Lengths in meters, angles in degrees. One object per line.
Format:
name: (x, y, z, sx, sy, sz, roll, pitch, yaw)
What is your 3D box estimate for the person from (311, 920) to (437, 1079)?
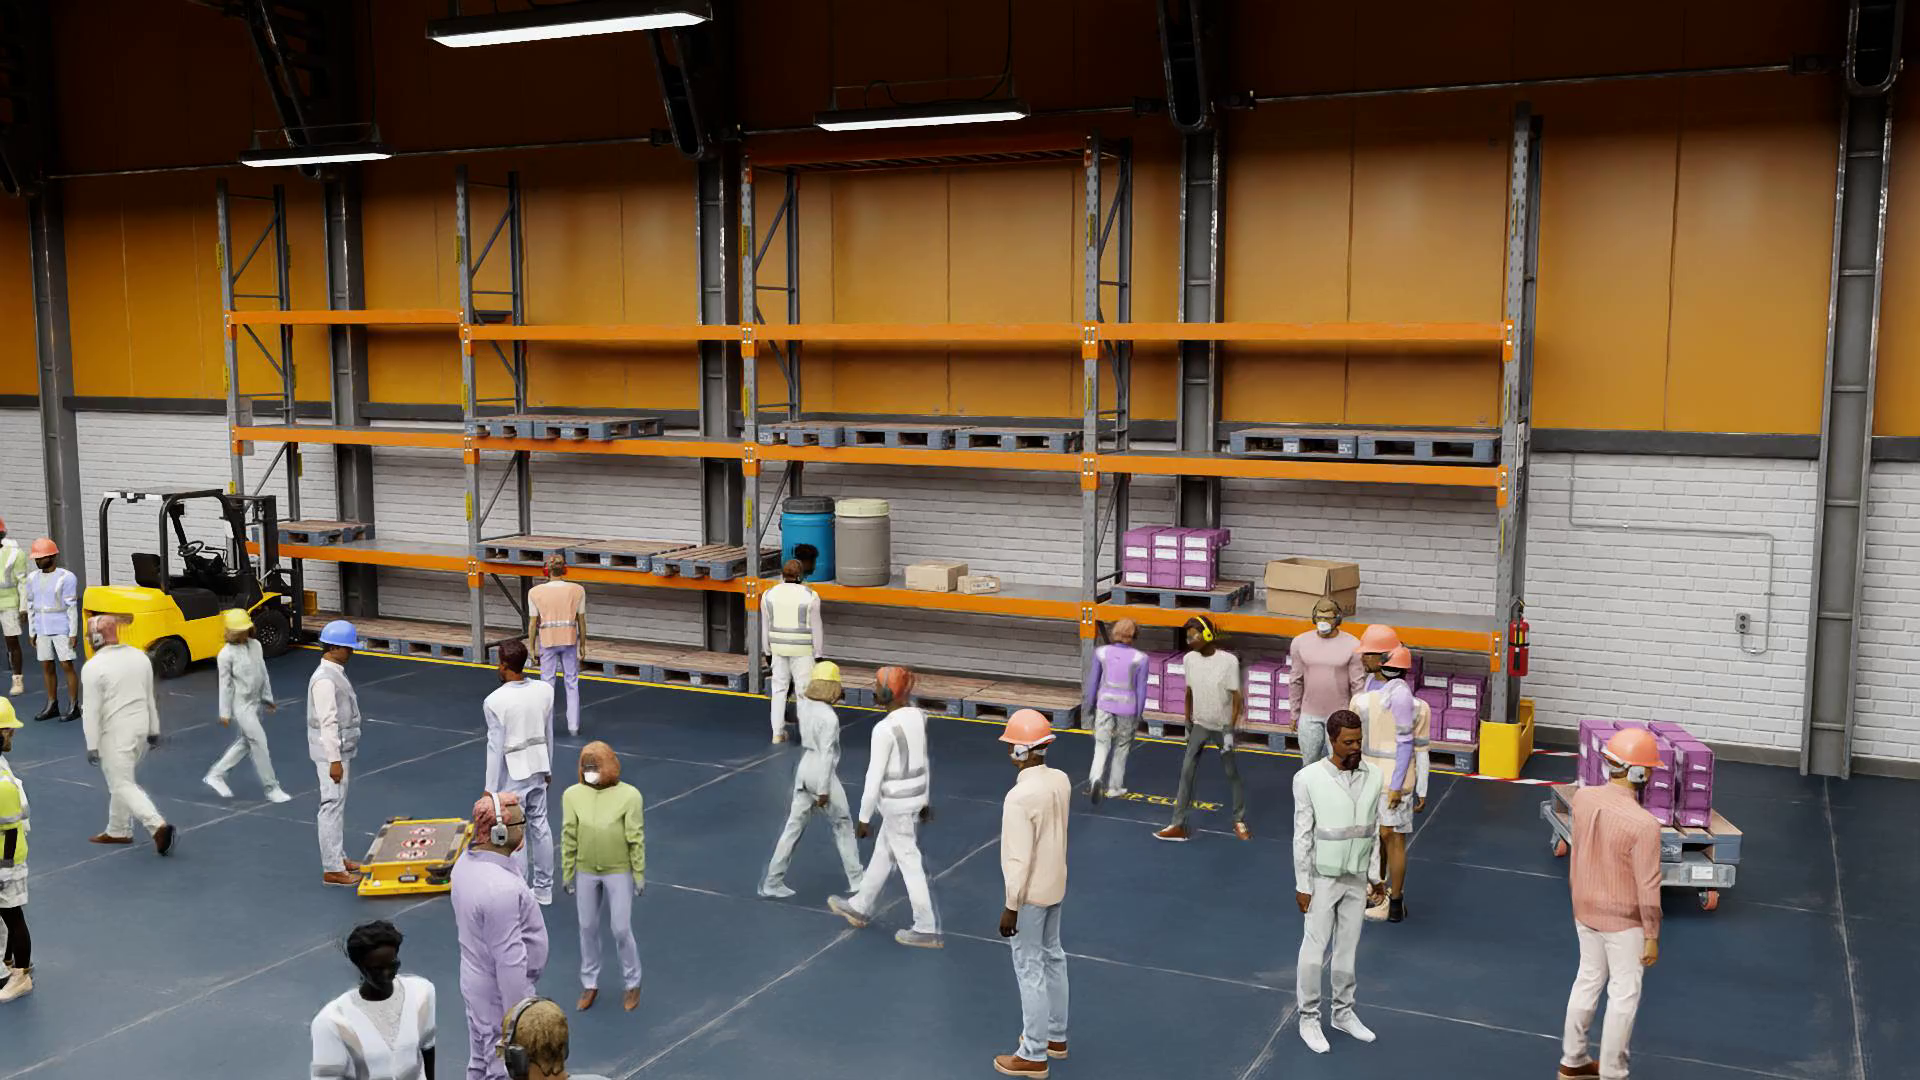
person: (-2.298, 2.350, 6.678, 0.553, 1.655, 0.820, -6, 9, -42)

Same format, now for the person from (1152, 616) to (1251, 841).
person: (1.983, 1.496, 13.147, 0.597, 1.816, 0.765, 4, 8, 32)

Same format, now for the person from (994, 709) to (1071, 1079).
person: (0.384, 1.901, 9.038, 0.396, 1.992, 0.623, 4, 8, 29)

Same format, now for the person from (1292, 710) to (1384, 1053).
person: (2.133, 1.895, 9.398, 0.590, 1.919, 0.392, -3, 8, -26)

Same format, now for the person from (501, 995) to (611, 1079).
person: (-1.305, 2.392, 5.279, 0.386, 1.927, 0.641, 4, 8, 27)

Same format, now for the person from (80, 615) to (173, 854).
person: (-6.452, 1.503, 12.897, 0.861, 1.868, 0.685, 2, 7, 14)

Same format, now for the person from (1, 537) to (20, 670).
person: (-11.562, 0.610, 19.941, 0.552, 1.936, 0.358, -4, 8, -28)

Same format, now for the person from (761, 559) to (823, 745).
person: (-1.634, 1.099, 16.343, 0.630, 1.836, 0.430, 2, 7, 17)

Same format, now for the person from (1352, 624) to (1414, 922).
person: (2.869, 1.588, 11.428, 0.389, 2.041, 0.614, -1, 7, -9)

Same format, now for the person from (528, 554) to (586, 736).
person: (-4.008, 1.066, 16.592, 0.561, 1.837, 0.388, -3, 7, -22)

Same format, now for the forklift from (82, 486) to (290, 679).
forklift: (-9.426, 0.454, 20.179, 1.214, 2.155, 2.313, 3, 8, 26)

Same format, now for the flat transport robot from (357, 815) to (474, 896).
flat transport robot: (-4.060, 2.339, 12.475, 0.652, 0.197, 1.431, -1, 7, -10)

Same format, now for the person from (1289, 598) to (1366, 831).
person: (2.938, 1.414, 13.341, 0.627, 1.933, 0.368, 4, 8, 29)

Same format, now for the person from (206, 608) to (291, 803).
person: (-6.156, 1.406, 14.262, 0.784, 1.700, 0.496, 1, 7, 7)

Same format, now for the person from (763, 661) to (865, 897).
person: (-1.028, 1.710, 11.871, 0.857, 1.691, 0.489, -5, 9, -38)

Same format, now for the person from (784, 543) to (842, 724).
person: (-1.565, 0.968, 17.057, 0.778, 1.922, 0.710, 0, 7, 1)

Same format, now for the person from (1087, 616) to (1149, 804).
person: (1.319, 1.467, 14.206, 0.535, 1.612, 0.641, 3, 8, 23)

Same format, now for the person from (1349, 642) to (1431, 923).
person: (2.929, 1.654, 11.391, 0.549, 1.924, 0.387, 2, 7, 18)

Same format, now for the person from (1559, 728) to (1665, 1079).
person: (3.430, 1.954, 8.683, 0.411, 1.980, 0.625, -2, 7, -19)

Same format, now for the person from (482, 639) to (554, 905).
person: (-3.051, 1.635, 11.541, 0.391, 1.920, 0.588, 4, 8, 32)

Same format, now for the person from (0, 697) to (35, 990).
person: (-5.897, 1.856, 10.154, 0.403, 1.817, 0.605, -4, 8, -33)

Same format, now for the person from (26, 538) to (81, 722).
person: (-9.451, 0.935, 17.299, 0.545, 1.931, 0.387, 1, 7, 7)

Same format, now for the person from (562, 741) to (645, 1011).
person: (-2.114, 1.986, 9.874, 0.513, 1.618, 0.298, 1, 7, 9)

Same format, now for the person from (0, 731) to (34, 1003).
person: (-5.819, 1.928, 10.031, 0.530, 1.696, 0.322, 6, 9, 42)

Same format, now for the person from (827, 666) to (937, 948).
person: (-0.531, 1.740, 10.970, 0.923, 1.841, 0.606, 3, 8, 24)

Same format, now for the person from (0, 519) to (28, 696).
person: (-10.706, 0.733, 18.496, 0.614, 2.041, 0.390, -1, 7, -10)

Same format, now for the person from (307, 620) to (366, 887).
person: (-4.556, 1.550, 12.169, 0.401, 1.939, 0.604, -2, 7, -16)

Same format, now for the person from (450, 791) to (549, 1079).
person: (-2.112, 2.104, 7.723, 0.408, 1.909, 0.638, -4, 8, -32)
